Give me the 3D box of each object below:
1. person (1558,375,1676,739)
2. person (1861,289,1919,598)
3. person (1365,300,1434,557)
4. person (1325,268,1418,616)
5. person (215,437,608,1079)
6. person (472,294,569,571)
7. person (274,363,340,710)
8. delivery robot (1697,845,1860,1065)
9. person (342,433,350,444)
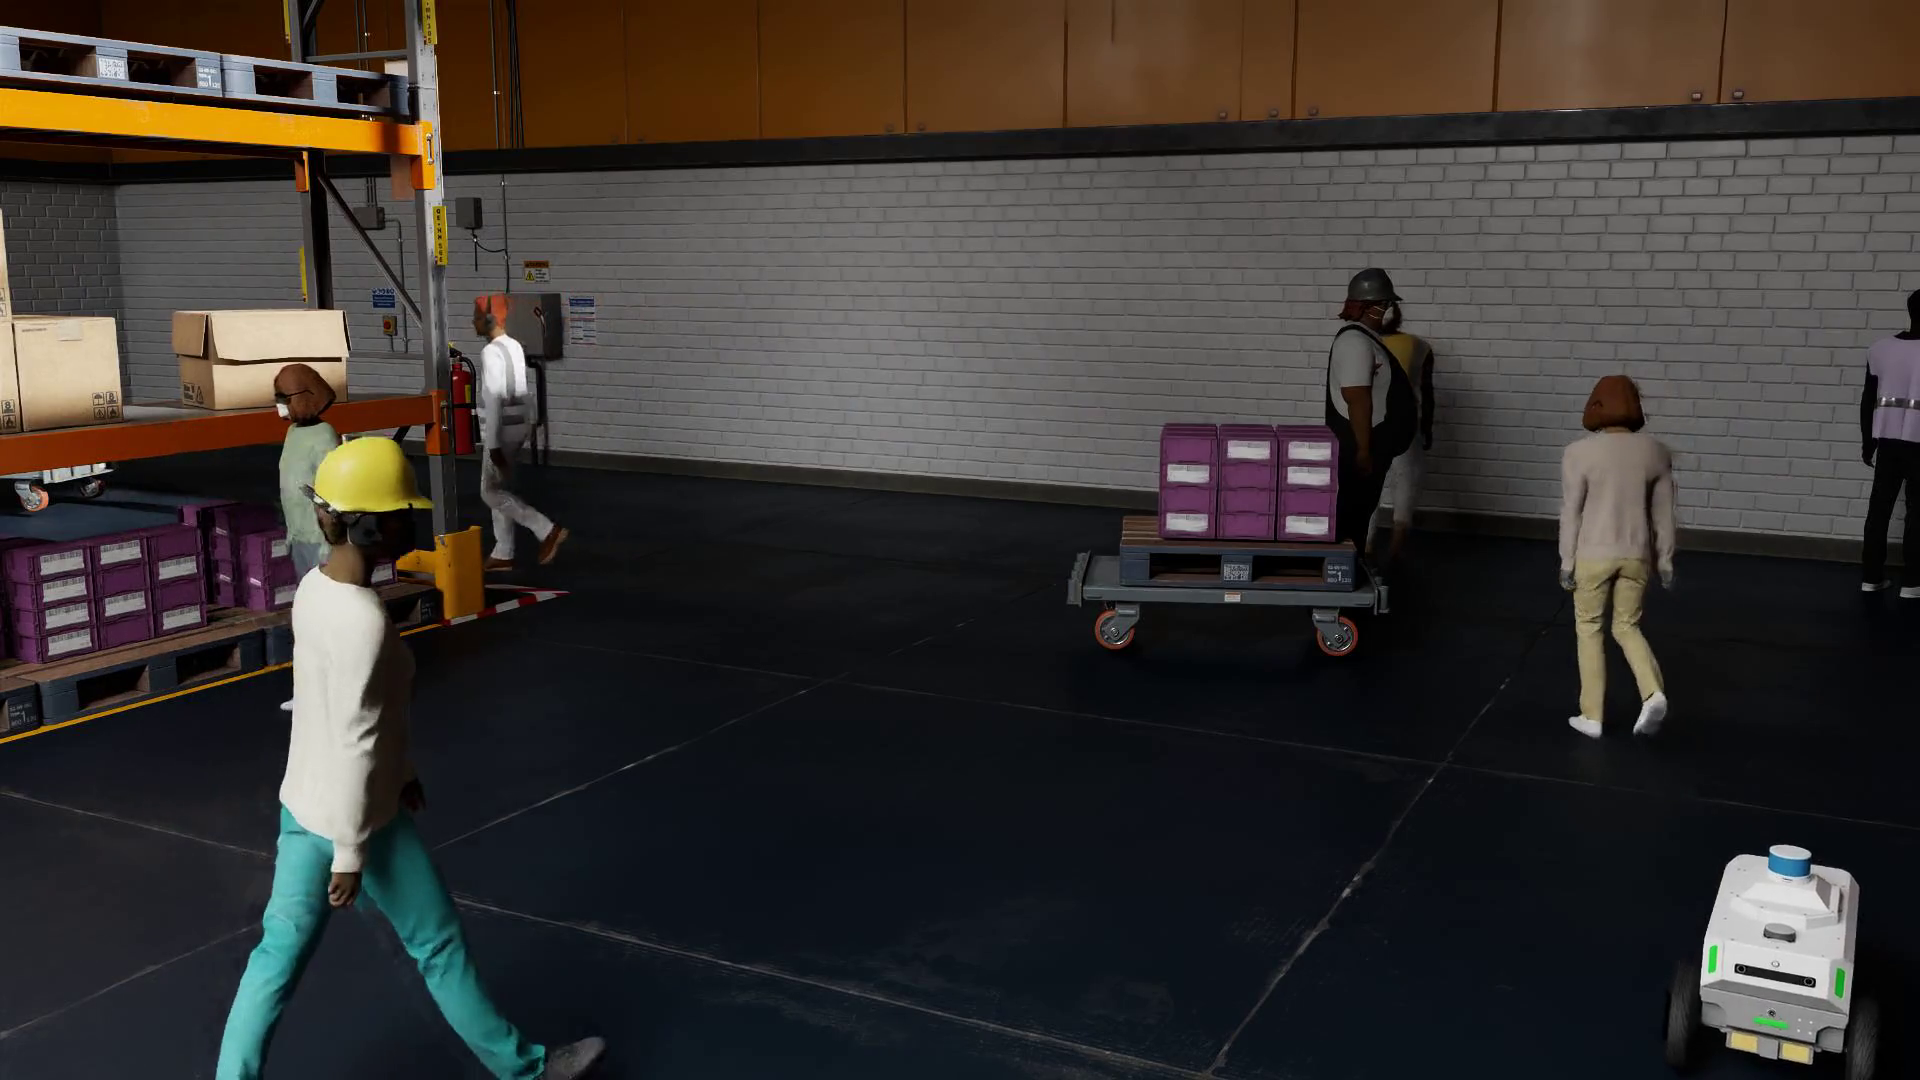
[{"bbox_3d":[2.857,0.098,7.178,0.505,1.607,0.547,-1,10,-5],"label":"person"},{"bbox_3d":[5.877,-0.601,10.315,0.370,1.915,0.596,-6,11,-30],"label":"person"},{"bbox_3d":[2.964,-0.776,11.592,0.656,1.824,0.712,2,10,14],"label":"person"},{"bbox_3d":[2.441,-0.590,9.892,0.537,2.000,0.678,2,10,10],"label":"person"},{"bbox_3d":[-1.366,0.612,3.905,0.951,1.707,0.529,-7,12,-36],"label":"person"},{"bbox_3d":[-2.956,-0.693,11.015,0.594,1.868,0.573,0,10,2],"label":"person"},{"bbox_3d":[-2.951,0.011,7.587,0.280,1.633,0.498,-9,13,-41],"label":"person"},{"bbox_3d":[2.182,1.052,4.409,0.477,0.478,0.707,5,11,29],"label":"delivery robot"},{"bbox_3d":[-4.952,-0.930,12.851,0.530,1.697,0.321,2,10,12],"label":"person"}]
